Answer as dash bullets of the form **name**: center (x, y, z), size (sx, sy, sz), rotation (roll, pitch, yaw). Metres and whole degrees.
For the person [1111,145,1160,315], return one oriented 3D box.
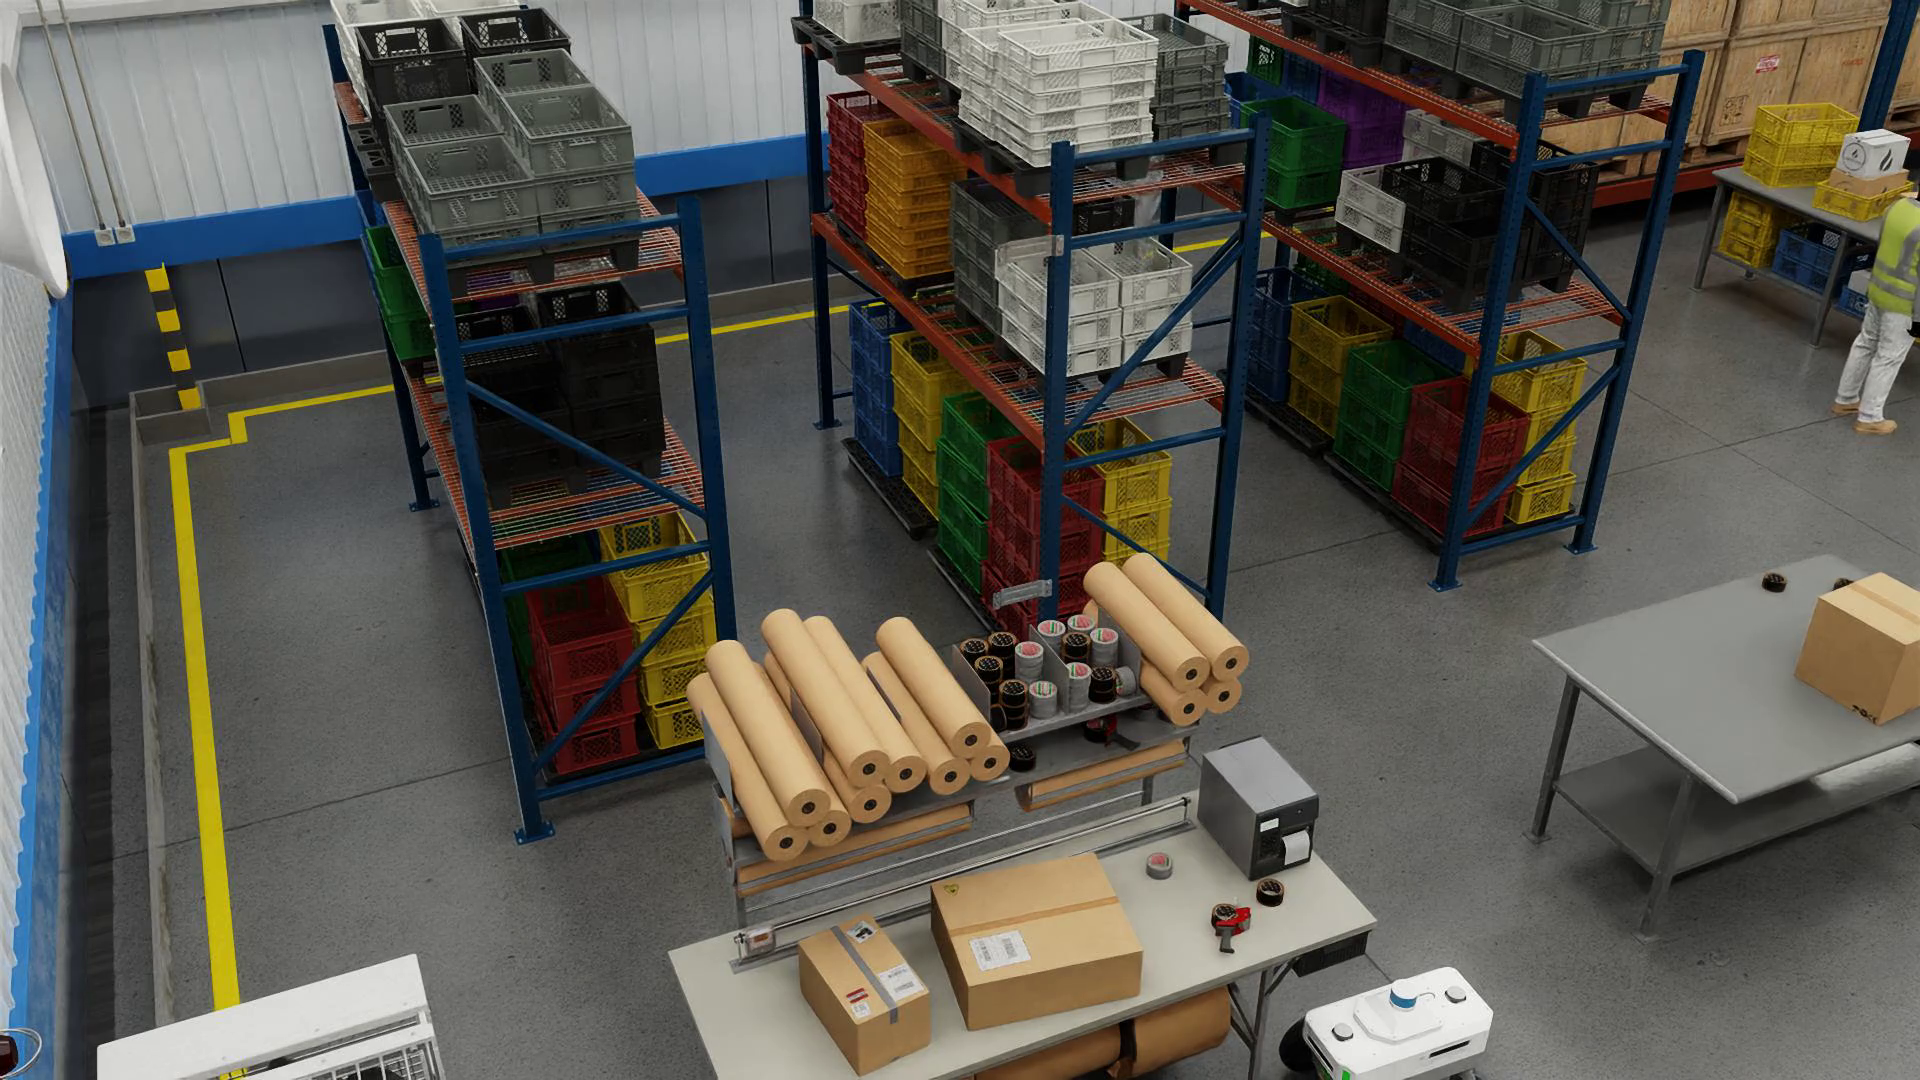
- **person**: center (1.313, -2.514, 12.537), size (0.434, 1.846, 0.720), rotation (-10, 33, -16)

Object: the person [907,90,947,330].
- **person**: center (-0.259, -2.439, 12.327), size (0.377, 1.940, 0.628), rotation (4, 32, 6)

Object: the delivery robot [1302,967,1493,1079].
- **delivery robot**: center (1.701, 1.917, 6.476), size (0.707, 0.478, 0.477), rotation (-12, 33, -18)

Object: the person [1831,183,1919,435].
- **person**: center (6.257, -1.593, 11.058), size (0.430, 1.835, 0.619), rotation (0, 32, 0)
